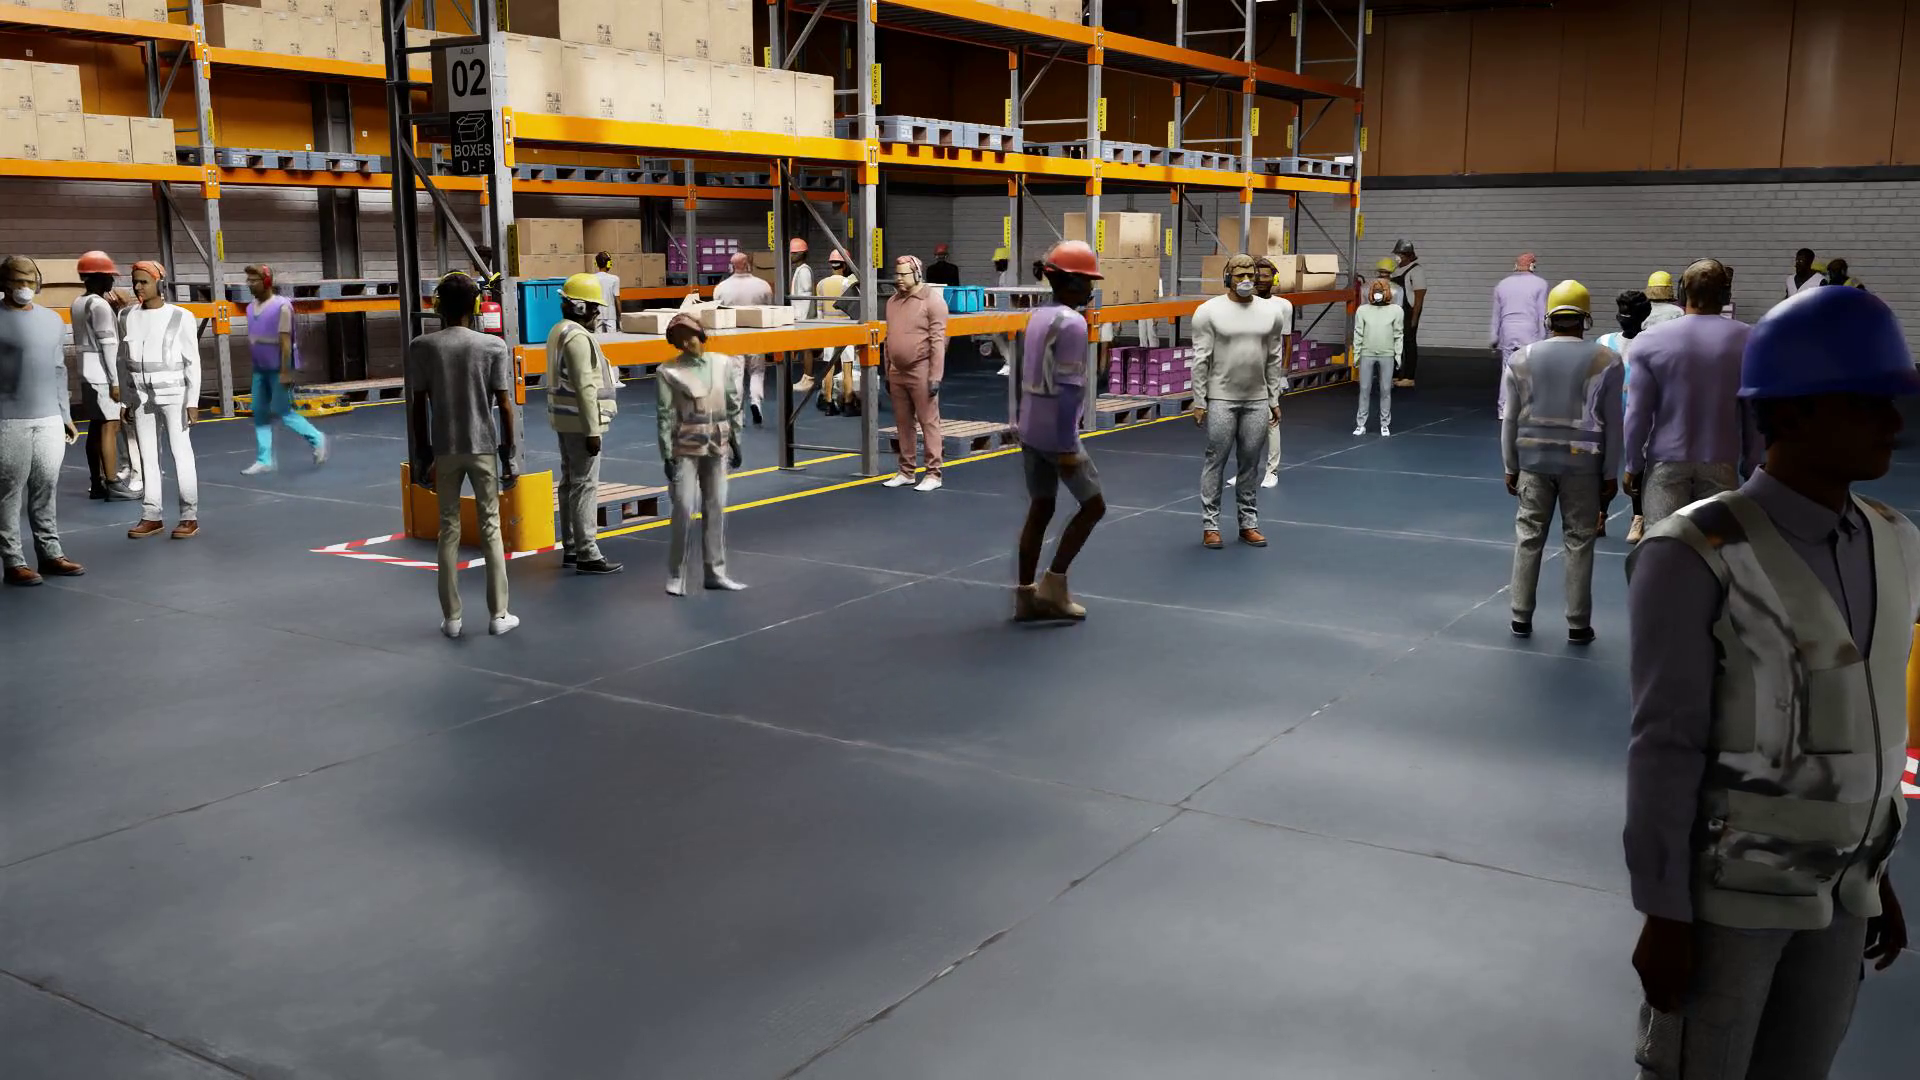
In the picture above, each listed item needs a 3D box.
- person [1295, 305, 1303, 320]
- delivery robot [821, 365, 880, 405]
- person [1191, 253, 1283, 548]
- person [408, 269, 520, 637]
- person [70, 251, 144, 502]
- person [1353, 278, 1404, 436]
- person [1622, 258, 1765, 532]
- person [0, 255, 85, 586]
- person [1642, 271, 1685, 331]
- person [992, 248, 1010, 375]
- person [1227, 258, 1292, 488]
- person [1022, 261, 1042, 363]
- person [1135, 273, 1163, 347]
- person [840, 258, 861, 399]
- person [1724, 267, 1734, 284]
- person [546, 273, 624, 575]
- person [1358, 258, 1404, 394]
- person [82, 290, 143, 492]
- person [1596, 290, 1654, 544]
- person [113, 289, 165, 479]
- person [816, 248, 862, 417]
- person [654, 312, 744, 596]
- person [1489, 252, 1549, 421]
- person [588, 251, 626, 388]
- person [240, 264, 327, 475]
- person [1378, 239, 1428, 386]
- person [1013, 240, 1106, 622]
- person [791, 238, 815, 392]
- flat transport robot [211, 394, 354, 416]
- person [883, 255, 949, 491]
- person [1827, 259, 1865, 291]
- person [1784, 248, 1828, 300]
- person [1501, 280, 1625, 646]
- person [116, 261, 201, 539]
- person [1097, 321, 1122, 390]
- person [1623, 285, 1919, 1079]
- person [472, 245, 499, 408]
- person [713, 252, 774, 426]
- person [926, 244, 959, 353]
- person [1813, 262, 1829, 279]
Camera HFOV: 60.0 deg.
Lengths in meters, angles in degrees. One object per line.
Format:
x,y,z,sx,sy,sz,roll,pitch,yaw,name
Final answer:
5.589,-3.867,28.302,0.530,1.592,0.833,10,14,44,person
-1.285,-1.827,19.609,0.707,0.478,0.477,-10,14,-44,delivery robot
1.825,-0.911,10.961,0.636,1.939,0.362,-2,11,-13,person
-2.531,-0.430,8.513,0.533,1.861,0.315,-2,10,-8,person
-6.646,-1.265,12.922,0.542,1.940,0.363,9,14,41,person
4.320,-1.885,17.204,0.504,1.632,0.269,4,11,20,person
3.451,-0.348,7.851,0.630,1.935,0.369,3,11,18,person
-5.525,-0.710,9.858,0.374,1.936,0.627,4,11,20,person
6.372,-1.586,15.262,0.483,1.738,0.312,5,11,25,person
0.661,-3.407,24.885,0.493,1.905,0.621,-2,10,-9,person
2.465,-1.365,13.652,0.518,1.877,0.326,8,13,36,person
1.241,-3.675,26.996,0.766,1.669,0.547,-4,11,-20,person
2.766,-3.335,24.540,0.361,1.885,0.575,-5,11,-26,person
-1.431,-2.656,20.937,0.429,1.835,0.629,-4,11,-19,person
11.422,-3.282,24.976,0.295,1.623,0.510,2,10,13,person
-2.294,-0.701,10.122,0.403,1.823,0.588,-5,12,-27,person
5.462,-2.766,21.654,0.609,1.800,0.868,6,12,31,person
-6.818,-1.197,13.374,0.515,1.641,0.308,1,10,5,person
4.471,-0.812,11.153,0.534,1.672,0.322,9,14,42,person
-7.041,-1.325,14.148,0.541,1.613,0.354,-6,12,-29,person
-1.371,-2.378,19.104,0.543,1.934,0.362,5,11,25,person
-1.503,-0.489,9.518,0.561,1.621,0.350,-9,14,-42,person
6.225,-2.236,18.470,0.530,1.885,0.800,-9,13,-40,person
-4.857,-3.007,22.769,0.537,1.869,0.312,2,10,8,person
-5.940,-1.488,14.485,0.583,1.822,0.712,6,12,31,person
6.122,-3.155,23.112,0.536,2.000,0.682,-4,11,-21,person
0.515,-0.547,8.734,0.530,2.014,0.642,-4,11,-20,person
-2.143,-3.007,22.288,0.391,2.040,0.615,-2,10,-10,person
-7.851,-1.577,19.274,1.431,0.197,0.652,2,11,13,flat transport robot
-0.394,-1.347,13.495,0.641,1.900,0.404,9,13,40,person
11.082,-2.638,20.982,0.864,1.792,0.647,-5,11,-27,person
10.637,-2.711,20.992,0.371,1.916,0.597,-4,11,-21,person
3.033,-0.388,8.395,0.590,1.826,0.404,6,12,32,person
-5.445,-0.944,11.301,0.573,1.883,0.355,1,10,6,person
1.939,-3.028,22.842,0.567,1.893,0.981,2,10,11,person
1.347,0.560,2.779,0.607,1.951,0.380,-5,11,-27,person
-5.700,-2.570,20.076,0.366,1.967,0.602,-7,12,-34,person
-2.348,-2.163,18.032,0.666,1.887,0.476,-2,10,-8,person
-0.309,-4.346,29.954,0.608,1.958,0.995,1,10,3,person
11.641,-2.926,22.728,0.533,1.725,0.895,9,13,40,person
